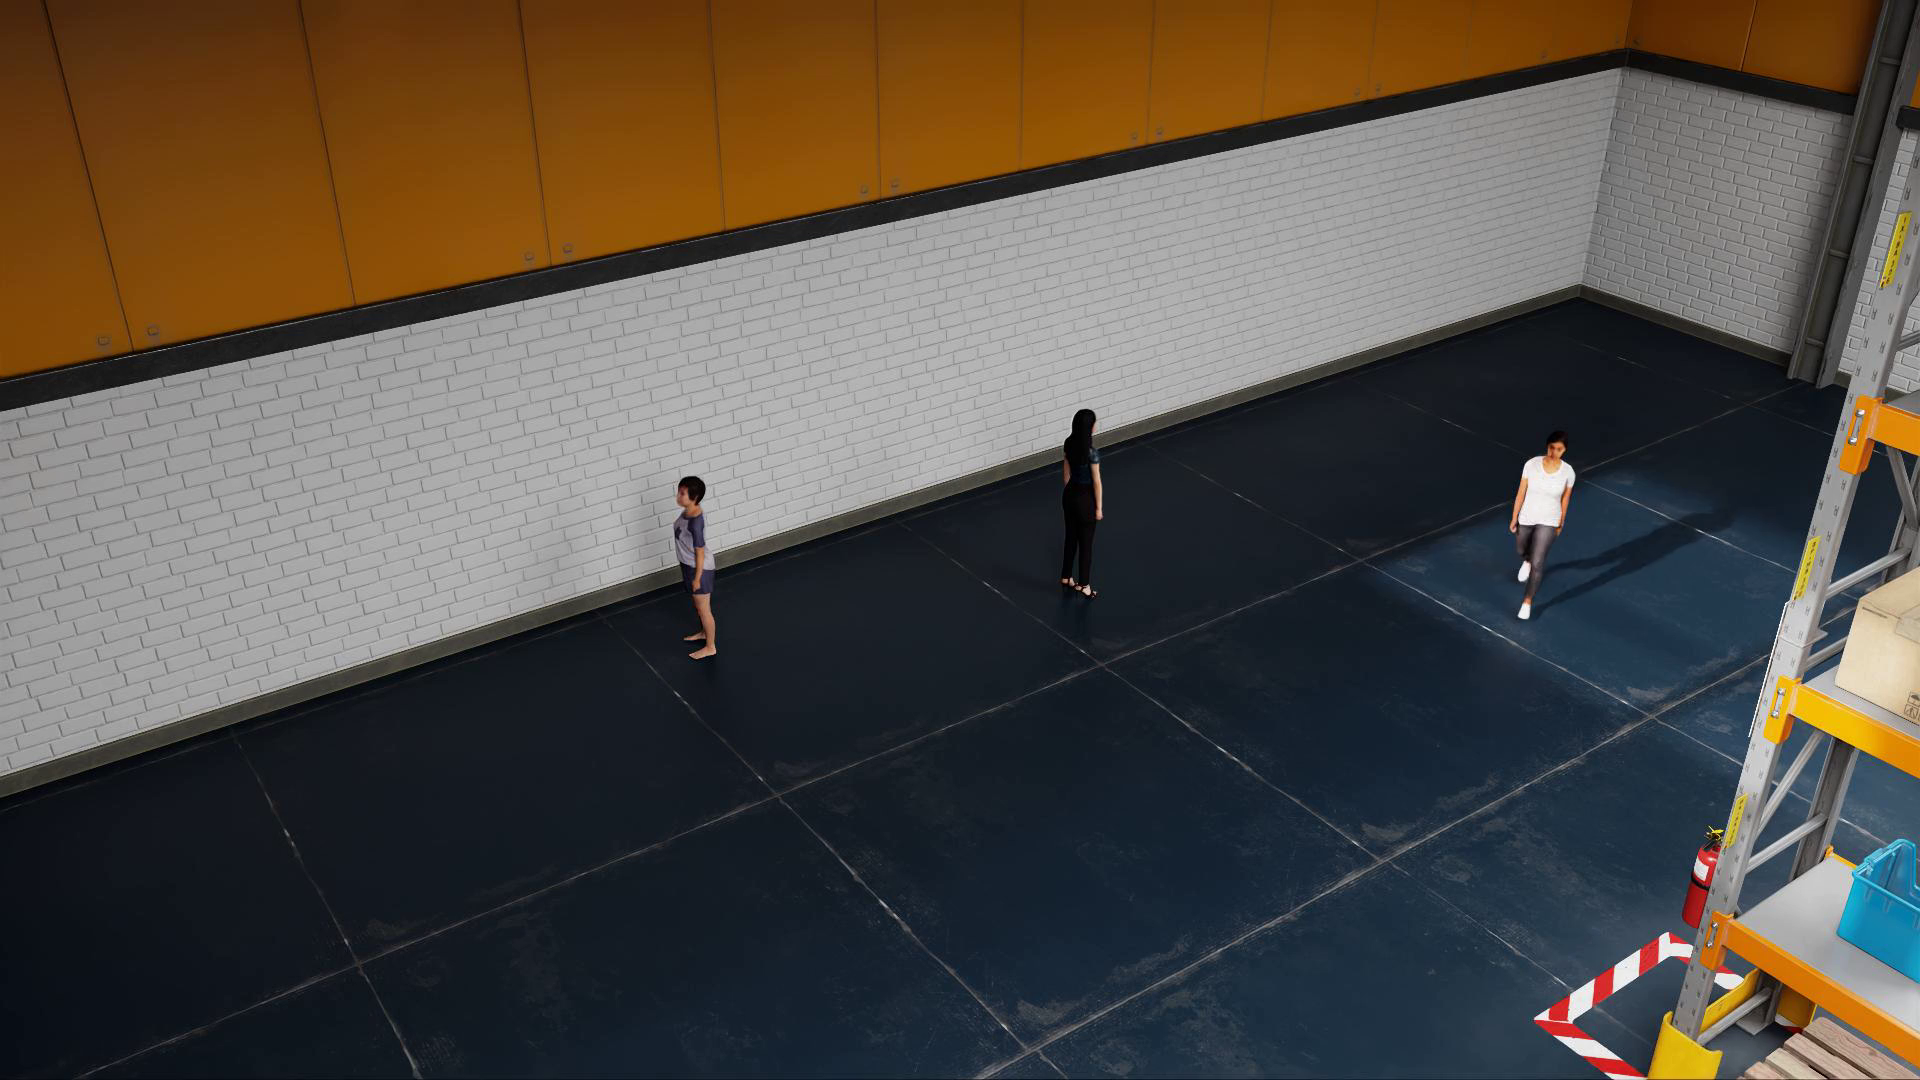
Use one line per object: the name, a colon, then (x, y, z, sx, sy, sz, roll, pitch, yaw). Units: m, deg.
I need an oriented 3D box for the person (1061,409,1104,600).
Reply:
person: (1.020, -0.312, 14.035, 0.640, 1.736, 0.452, -22, 36, -35)

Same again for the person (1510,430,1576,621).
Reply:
person: (4.853, -0.194, 13.948, 1.076, 1.614, 0.937, 15, 32, 26)

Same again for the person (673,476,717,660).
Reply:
person: (-2.109, 0.195, 13.286, 0.693, 1.563, 0.560, -8, 30, -14)
